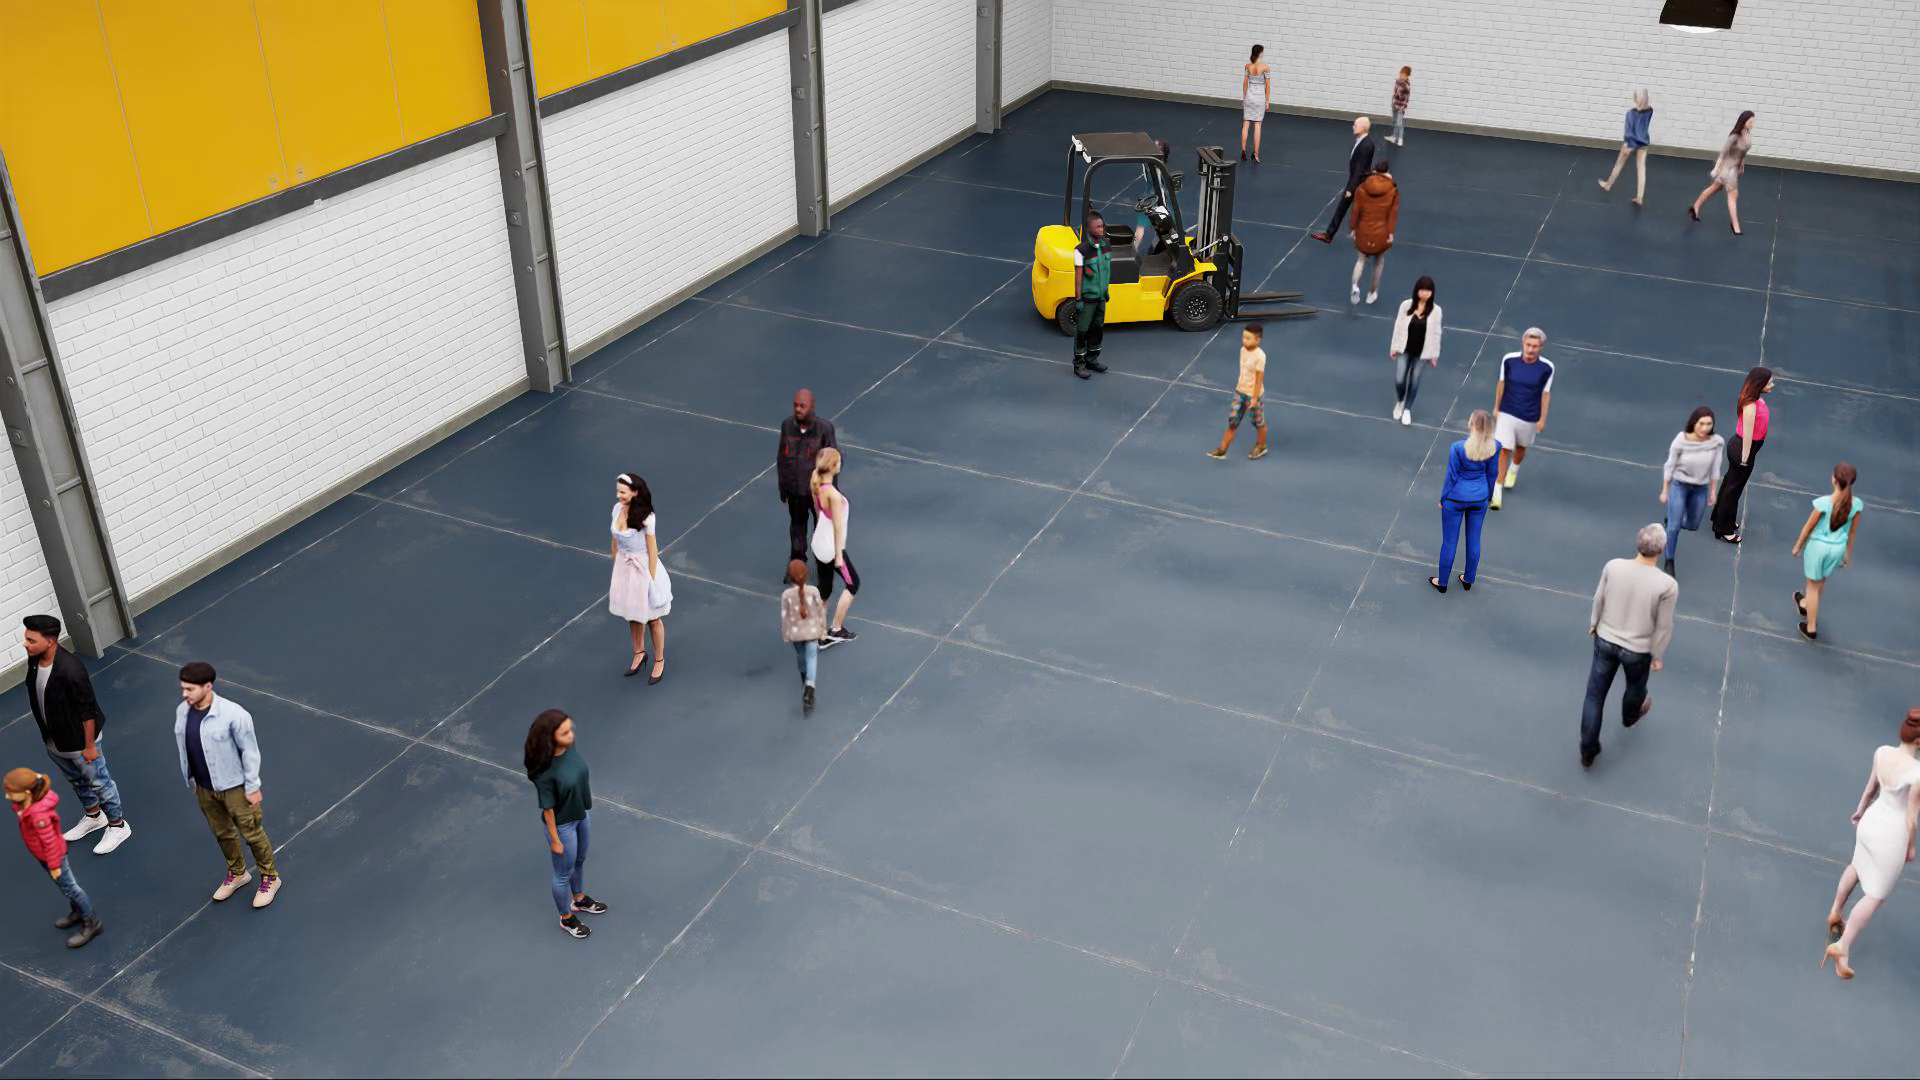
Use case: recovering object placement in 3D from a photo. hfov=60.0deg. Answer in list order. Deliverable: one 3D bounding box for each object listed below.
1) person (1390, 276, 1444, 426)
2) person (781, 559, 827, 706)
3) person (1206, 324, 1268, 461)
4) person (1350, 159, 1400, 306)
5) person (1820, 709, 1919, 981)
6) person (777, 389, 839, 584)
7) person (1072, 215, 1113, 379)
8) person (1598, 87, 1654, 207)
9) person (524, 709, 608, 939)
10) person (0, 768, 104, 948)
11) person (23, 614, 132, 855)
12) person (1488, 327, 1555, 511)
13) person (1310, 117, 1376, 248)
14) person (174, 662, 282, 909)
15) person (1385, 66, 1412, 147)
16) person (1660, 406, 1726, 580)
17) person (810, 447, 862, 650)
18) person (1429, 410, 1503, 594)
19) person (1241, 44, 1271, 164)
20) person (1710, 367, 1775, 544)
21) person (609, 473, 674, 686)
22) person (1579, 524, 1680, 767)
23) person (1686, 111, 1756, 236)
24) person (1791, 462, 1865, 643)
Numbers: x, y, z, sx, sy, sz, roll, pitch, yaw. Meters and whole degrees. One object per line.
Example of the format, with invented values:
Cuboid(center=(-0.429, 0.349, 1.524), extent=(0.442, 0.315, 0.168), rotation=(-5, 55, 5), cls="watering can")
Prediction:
Cuboid(center=(4.759, -2.015, 17.423), extent=(0.691, 1.629, 0.636), rotation=(8, 30, 14), cls="person")
Cuboid(center=(-1.206, 0.723, 12.876), extent=(0.714, 1.175, 0.898), rotation=(0, 29, 0), cls="person")
Cuboid(center=(2.955, -1.469, 16.630), extent=(1.027, 1.429, 0.827), rotation=(-20, 34, -32), cls="person")
Cuboid(center=(5.045, -3.715, 20.343), extent=(0.706, 1.816, 0.933), rotation=(12, 31, 21), cls="person")
Cuboid(center=(5.645, 1.814, 10.237), extent=(0.972, 1.786, 0.860), rotation=(-3, 29, -6), cls="person")
Cuboid(center=(-1.300, -0.475, 14.394), extent=(0.753, 1.825, 0.673), rotation=(6, 29, 11), cls="person")
Cuboid(center=(1.464, -2.728, 18.509), extent=(0.674, 1.839, 0.829), rotation=(-24, 37, -37), cls="person")
Cuboid(center=(9.843, -5.667, 24.102), extent=(1.099, 1.642, 1.204), rotation=(-8, 30, -14), cls="person")
Cuboid(center=(-2.494, 1.763, 10.508), extent=(0.690, 1.617, 0.573), rotation=(8, 30, 15), cls="person")
Cuboid(center=(-5.704, 1.960, 10.465), extent=(0.591, 1.312, 0.583), rotation=(-24, 37, -37), cls="person")
Cuboid(center=(-5.978, 1.268, 11.209), extent=(0.699, 1.814, 0.606), rotation=(15, 32, 26), cls="person")
Cuboid(center=(5.314, -1.200, 15.781), extent=(0.683, 1.769, 1.222), rotation=(11, 31, 20), cls="person")
Cuboid(center=(5.433, -4.744, 22.292), extent=(1.093, 1.755, 1.200), rotation=(-1, 29, -1), cls="person")
Cuboid(center=(-4.719, 1.558, 10.682), extent=(0.705, 1.810, 0.606), rotation=(8, 30, 14), cls="person")
Cuboid(center=(7.157, -7.111, 27.114), extent=(0.763, 1.293, 0.674), rotation=(-1, 29, -1), cls="person")
Cuboid(center=(6.362, -0.464, 14.594), extent=(0.793, 1.614, 0.947), rotation=(3, 29, 5), cls="person")
Cuboid(center=(-1.126, 0.104, 13.381), extent=(0.772, 1.779, 0.748), rotation=(-18, 33, -29), cls="person")
Cuboid(center=(4.347, -0.334, 14.265), extent=(0.713, 1.701, 0.729), rotation=(-4, 29, -7), cls="person")
Cuboid(center=(4.610, -6.842, 26.068), extent=(0.626, 1.822, 0.558), rotation=(17, 33, 28), cls="person")
Cuboid(center=(7.141, -0.796, 15.154), extent=(0.638, 1.660, 0.457), rotation=(11, 31, 19), cls="person")
Cuboid(center=(-2.513, 0.293, 12.993), extent=(0.732, 1.819, 0.754), rotation=(17, 33, 29), cls="person")
Cuboid(center=(4.760, 0.805, 12.003), extent=(0.948, 1.868, 1.248), rotation=(21, 35, 33), cls="person")
Cuboid(center=(10.569, -5.099, 23.008), extent=(1.022, 1.694, 1.148), rotation=(25, 38, 38), cls="person")
Cuboid(center=(7.100, 0.113, 13.617), extent=(0.756, 1.536, 0.973), rotation=(3, 29, 5), cls="person")
